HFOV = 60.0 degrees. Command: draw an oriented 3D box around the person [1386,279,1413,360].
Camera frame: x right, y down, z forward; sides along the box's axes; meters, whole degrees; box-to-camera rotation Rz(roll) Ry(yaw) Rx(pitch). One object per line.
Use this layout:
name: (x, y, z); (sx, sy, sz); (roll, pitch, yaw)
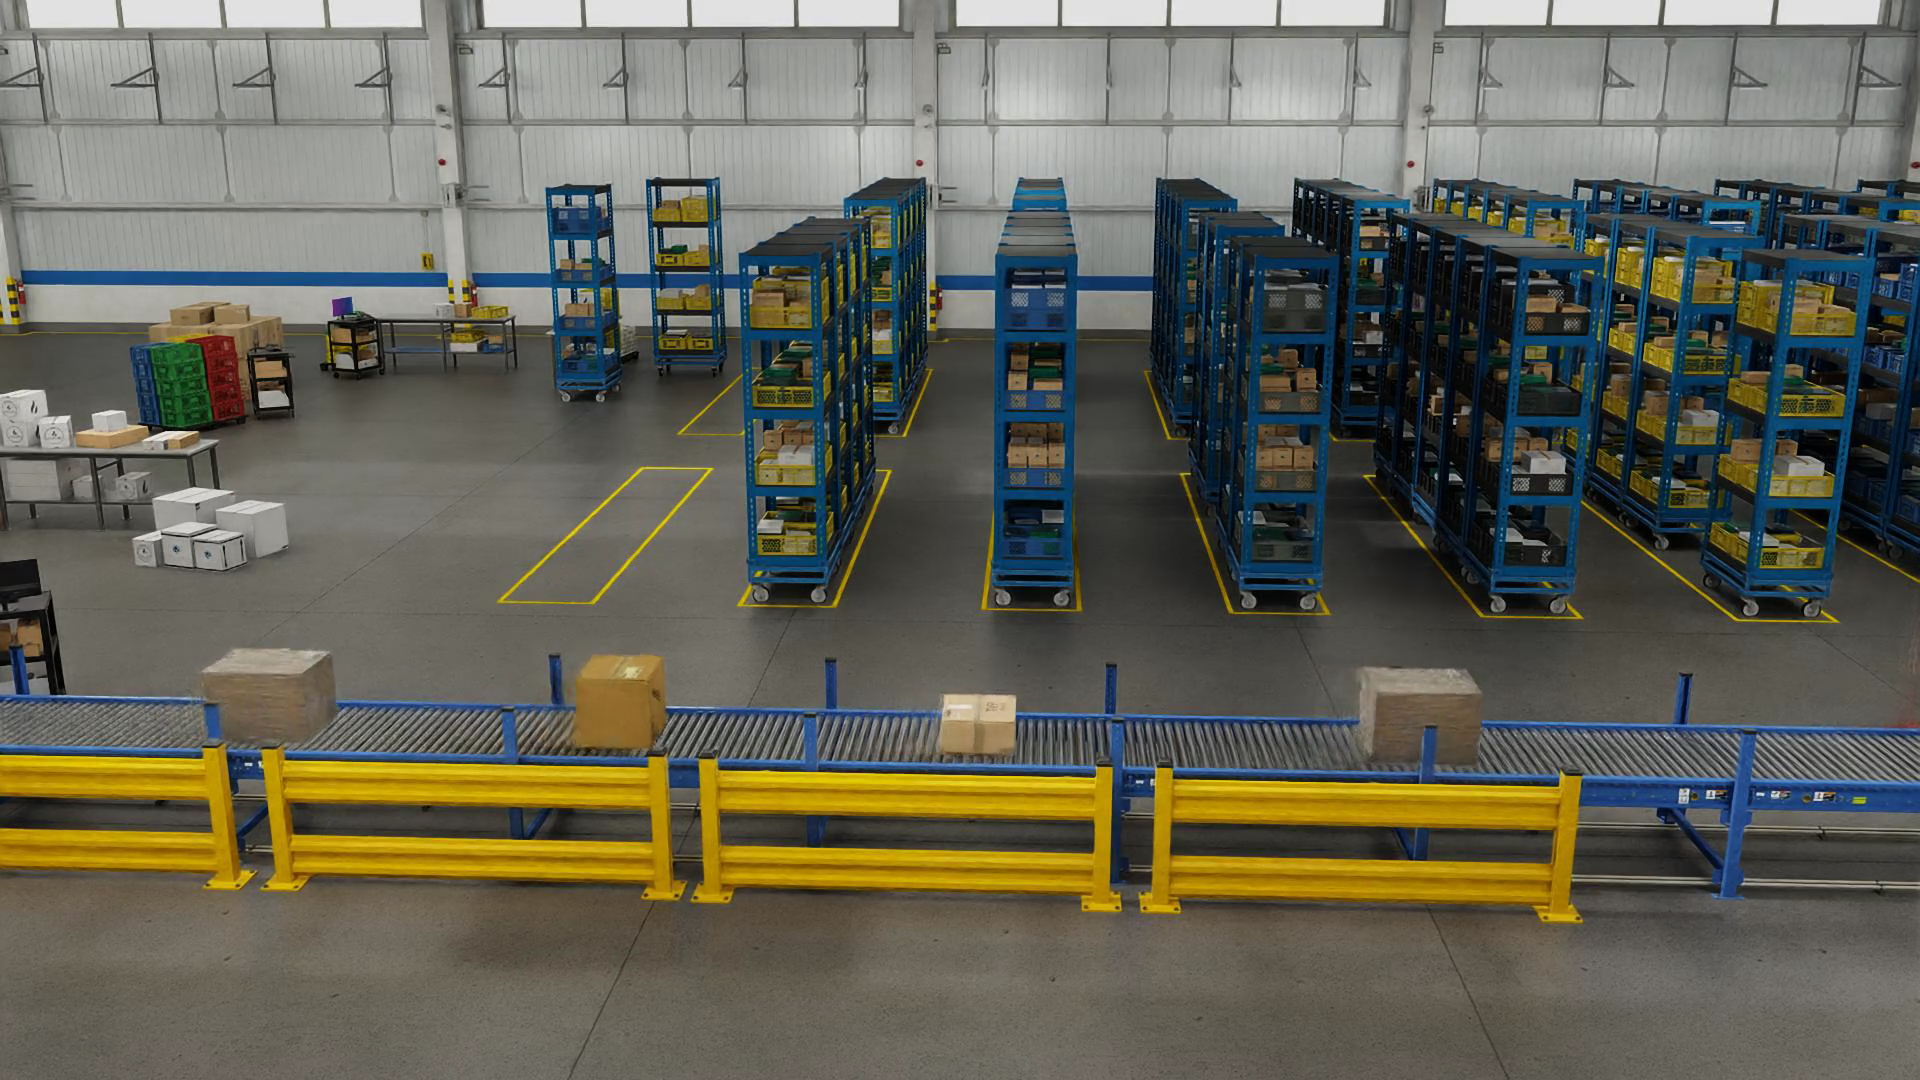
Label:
person: (8.551, -4.406, 32.489); (0.934, 1.808, 0.580); (-1, 15, -5)

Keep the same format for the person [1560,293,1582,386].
person: (9.957, -3.090, 27.260); (0.409, 1.987, 0.607); (-3, 15, -10)
